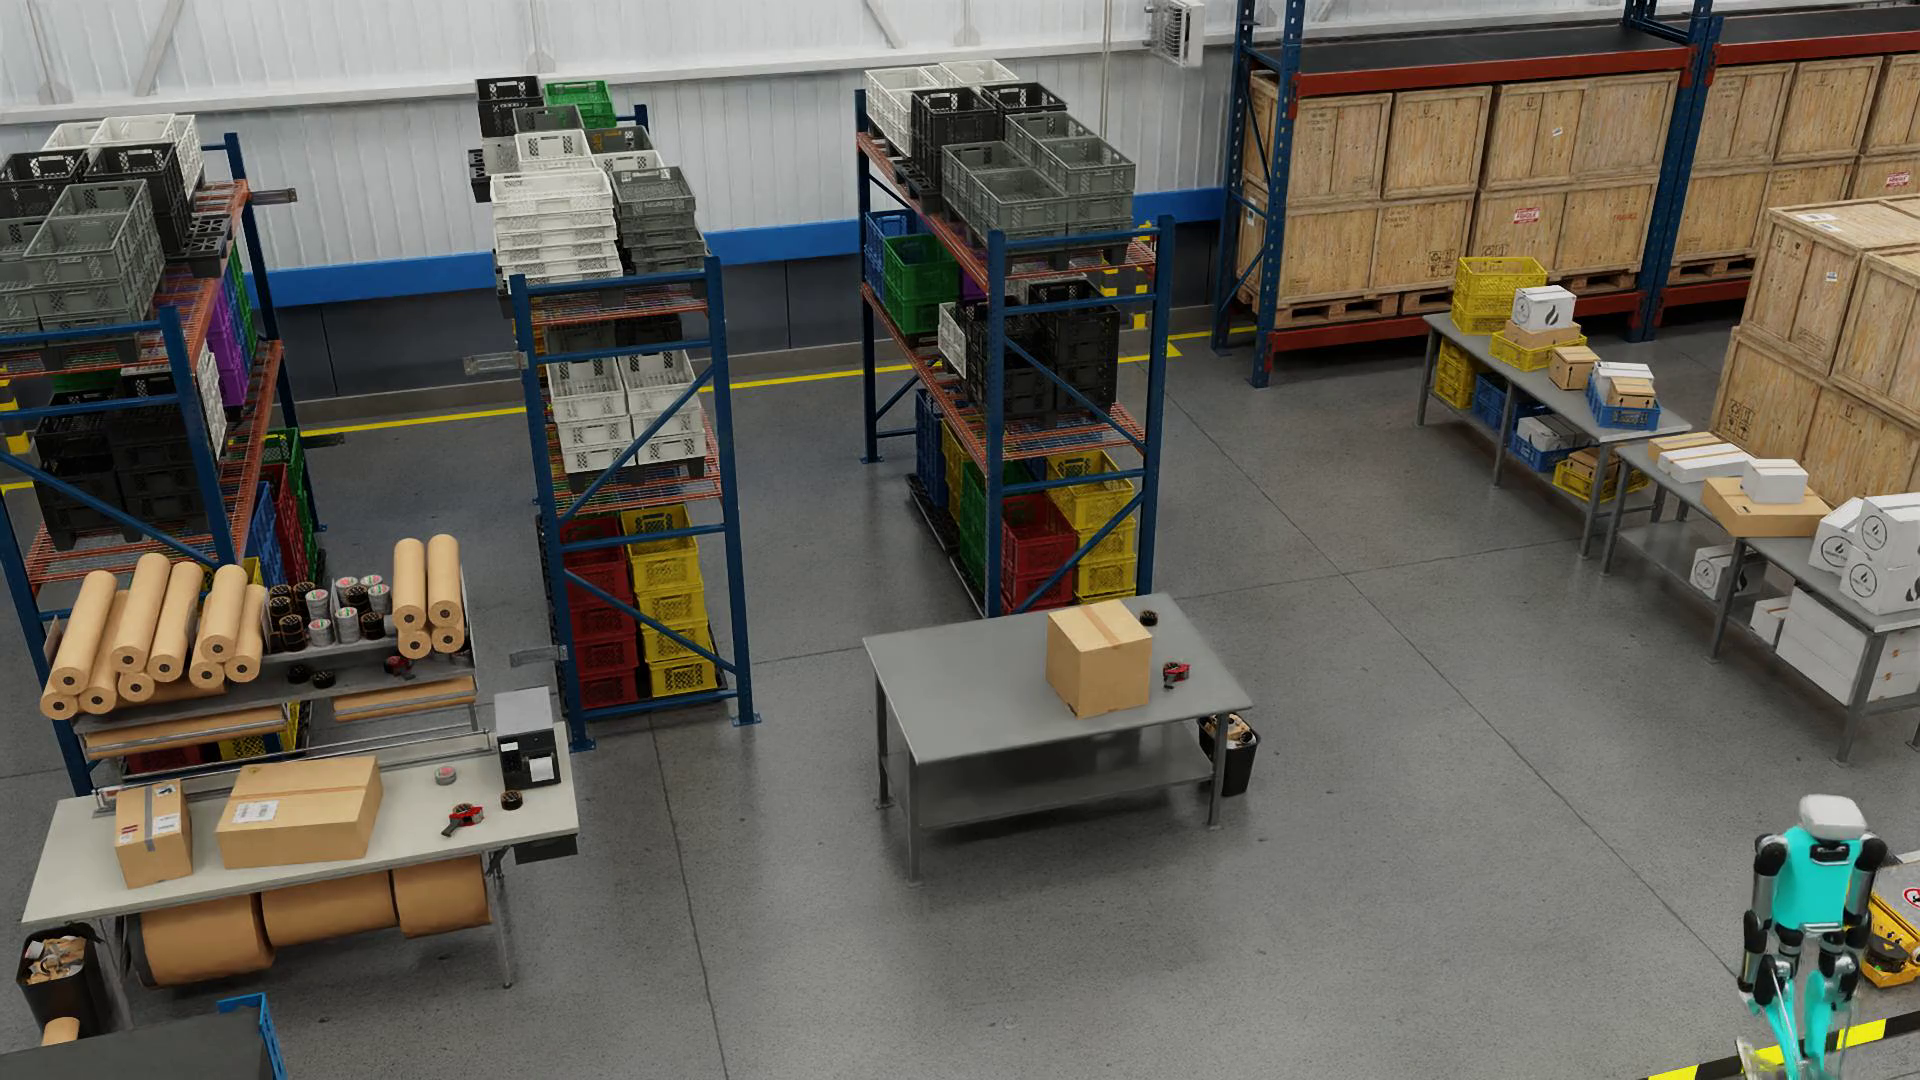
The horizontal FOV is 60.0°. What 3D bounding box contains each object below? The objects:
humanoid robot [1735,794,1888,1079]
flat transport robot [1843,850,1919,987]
[{"bbox_3d":[3.628,1.959,7.064,0.537,1.732,0.983,-1,29,-2],"label":"humanoid robot"},{"bbox_3d":[5.163,1.916,8.676,1.431,0.231,0.659,-8,30,-14],"label":"flat transport robot"}]
